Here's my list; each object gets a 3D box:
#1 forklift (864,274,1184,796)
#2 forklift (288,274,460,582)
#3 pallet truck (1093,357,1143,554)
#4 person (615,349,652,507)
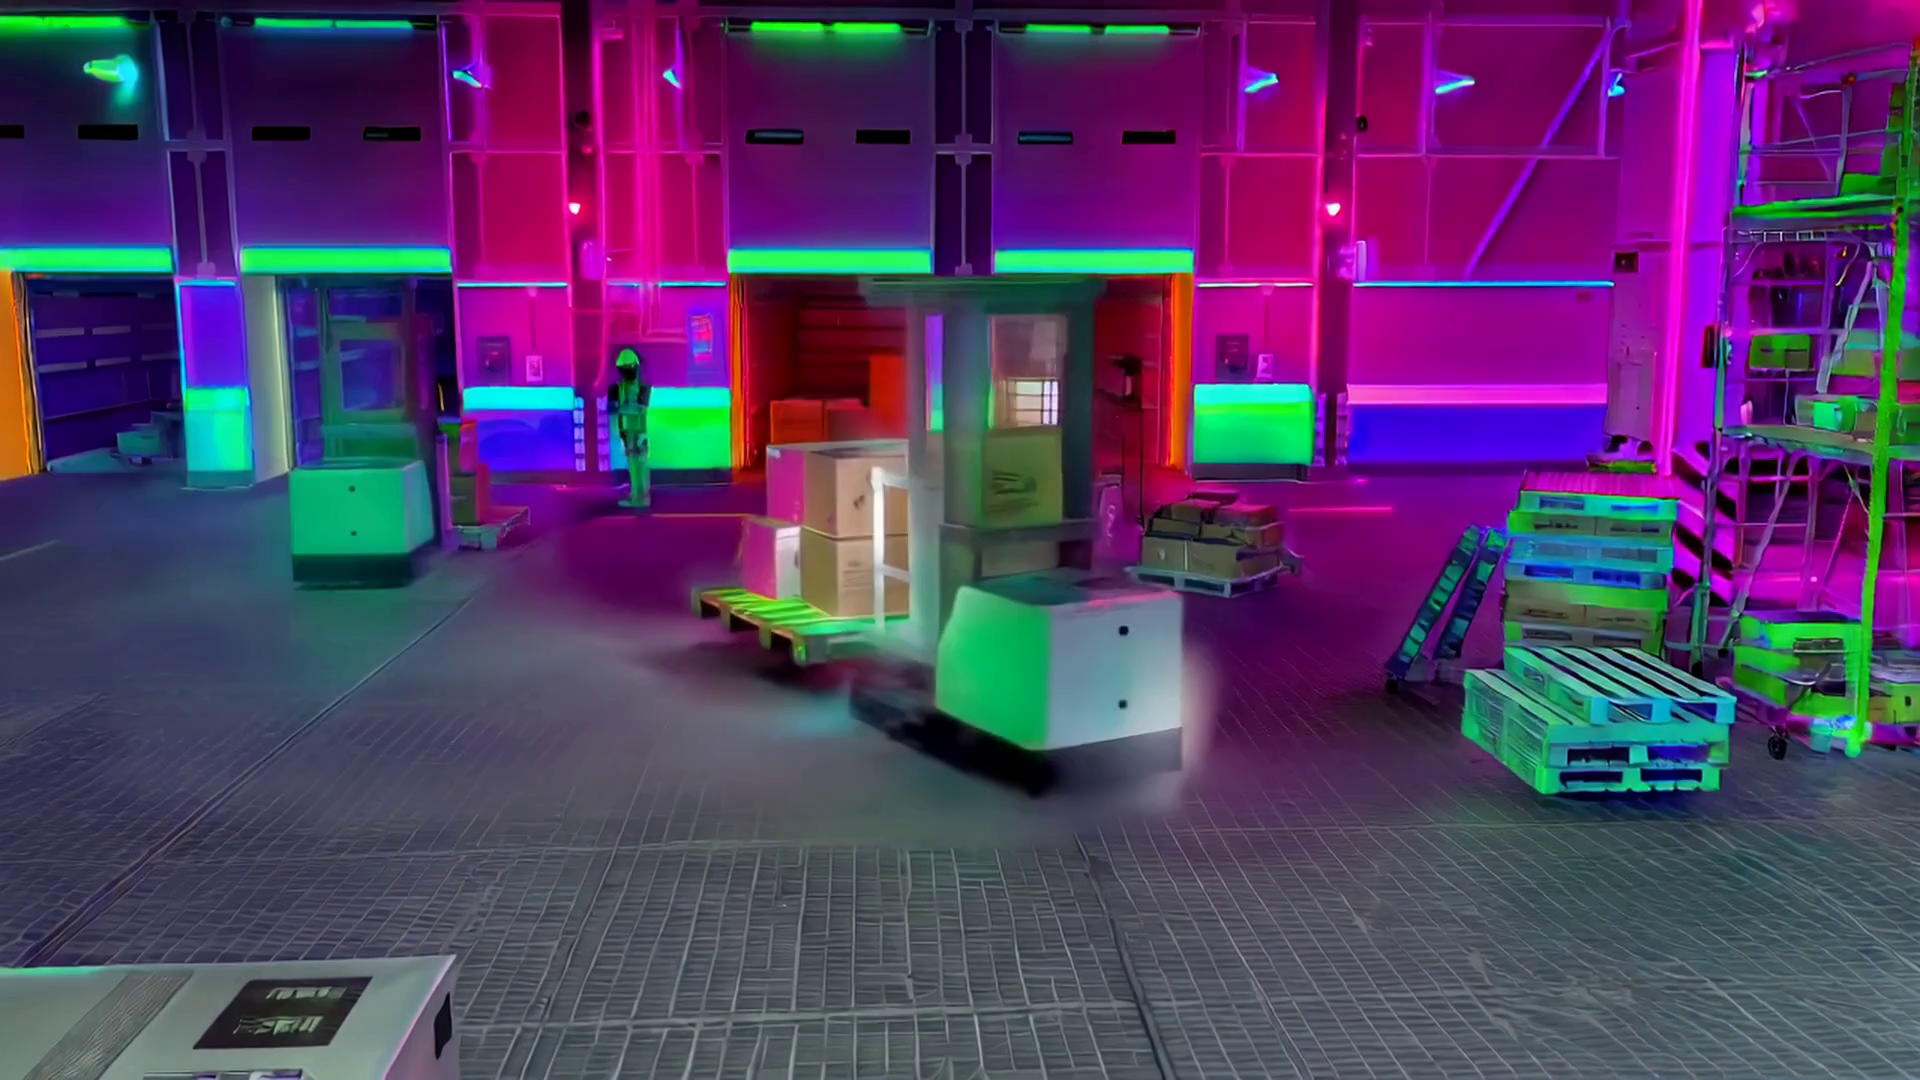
[{"bbox_3d":[0.359,-0.135,9.597,1.129,2.768,1.873,-5,10,-30],"label":"forklift"},{"bbox_3d":[-5.554,-1.101,15.662,1.129,2.768,1.873,-1,9,-4],"label":"forklift"},{"bbox_3d":[2.088,-0.836,16.757,1.885,1.965,0.823,2,9,13],"label":"pallet truck"},{"bbox_3d":[-4.008,-1.368,20.327,0.389,1.930,0.544,-8,12,-41],"label":"person"}]
